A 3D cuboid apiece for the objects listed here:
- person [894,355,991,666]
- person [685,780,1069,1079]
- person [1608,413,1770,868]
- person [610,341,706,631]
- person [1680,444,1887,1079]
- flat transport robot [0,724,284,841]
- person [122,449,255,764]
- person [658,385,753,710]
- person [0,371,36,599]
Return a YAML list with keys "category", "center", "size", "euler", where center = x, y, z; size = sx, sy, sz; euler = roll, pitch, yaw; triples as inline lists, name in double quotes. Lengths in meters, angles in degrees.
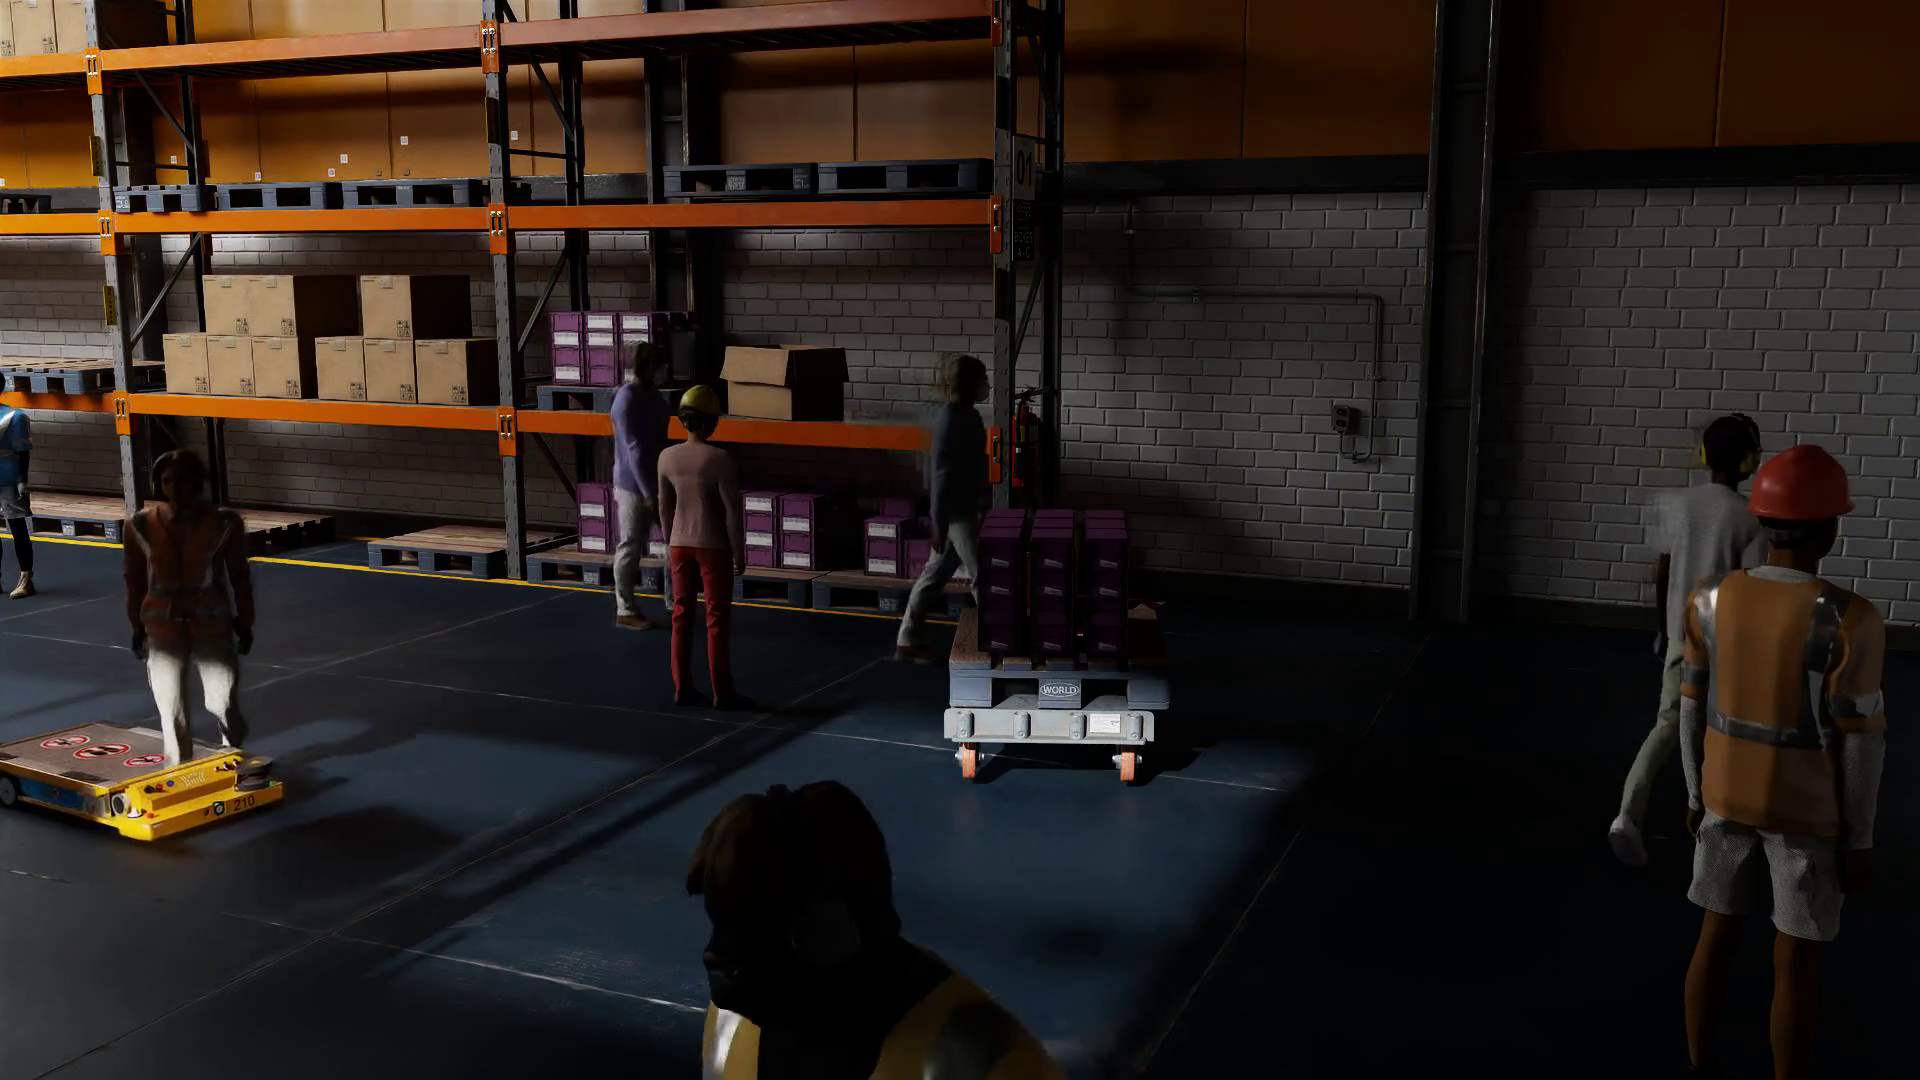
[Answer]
- category: "person"
  center: [0.047, -0.151, 9.855]
  size: [1.009, 1.885, 0.647]
  euler: [2, 10, 10]
- category: "person"
  center: [-0.082, 1.175, 2.149]
  size: [0.688, 1.801, 0.644]
  euler: [-7, 12, -36]
- category: "person"
  center: [2.970, 0.403, 6.691]
  size: [0.910, 1.837, 0.519]
  euler: [-8, 12, -40]
- category: "person"
  center: [-1.963, -0.333, 10.836]
  size: [0.743, 1.910, 0.635]
  euler: [3, 10, 19]
- category: "person"
  center: [2.222, 0.709, 4.521]
  size: [0.352, 1.942, 0.545]
  euler: [-7, 12, -35]
- category: "flat transport robot"
  center: [-3.790, 1.050, 7.476]
  size: [1.431, 0.197, 0.652]
  euler: [5, 11, 30]
- category: "person"
  center: [-3.411, 0.390, 7.407]
  size: [0.519, 1.626, 0.565]
  euler: [-3, 10, -16]
- category: "person"
  center: [-1.391, 0.044, 9.033]
  size: [0.524, 1.769, 0.309]
  euler: [4, 10, 25]
- category: "person"
  center: [-6.946, -0.417, 11.998]
  size: [0.530, 1.697, 0.321]
  euler: [1, 10, 8]
